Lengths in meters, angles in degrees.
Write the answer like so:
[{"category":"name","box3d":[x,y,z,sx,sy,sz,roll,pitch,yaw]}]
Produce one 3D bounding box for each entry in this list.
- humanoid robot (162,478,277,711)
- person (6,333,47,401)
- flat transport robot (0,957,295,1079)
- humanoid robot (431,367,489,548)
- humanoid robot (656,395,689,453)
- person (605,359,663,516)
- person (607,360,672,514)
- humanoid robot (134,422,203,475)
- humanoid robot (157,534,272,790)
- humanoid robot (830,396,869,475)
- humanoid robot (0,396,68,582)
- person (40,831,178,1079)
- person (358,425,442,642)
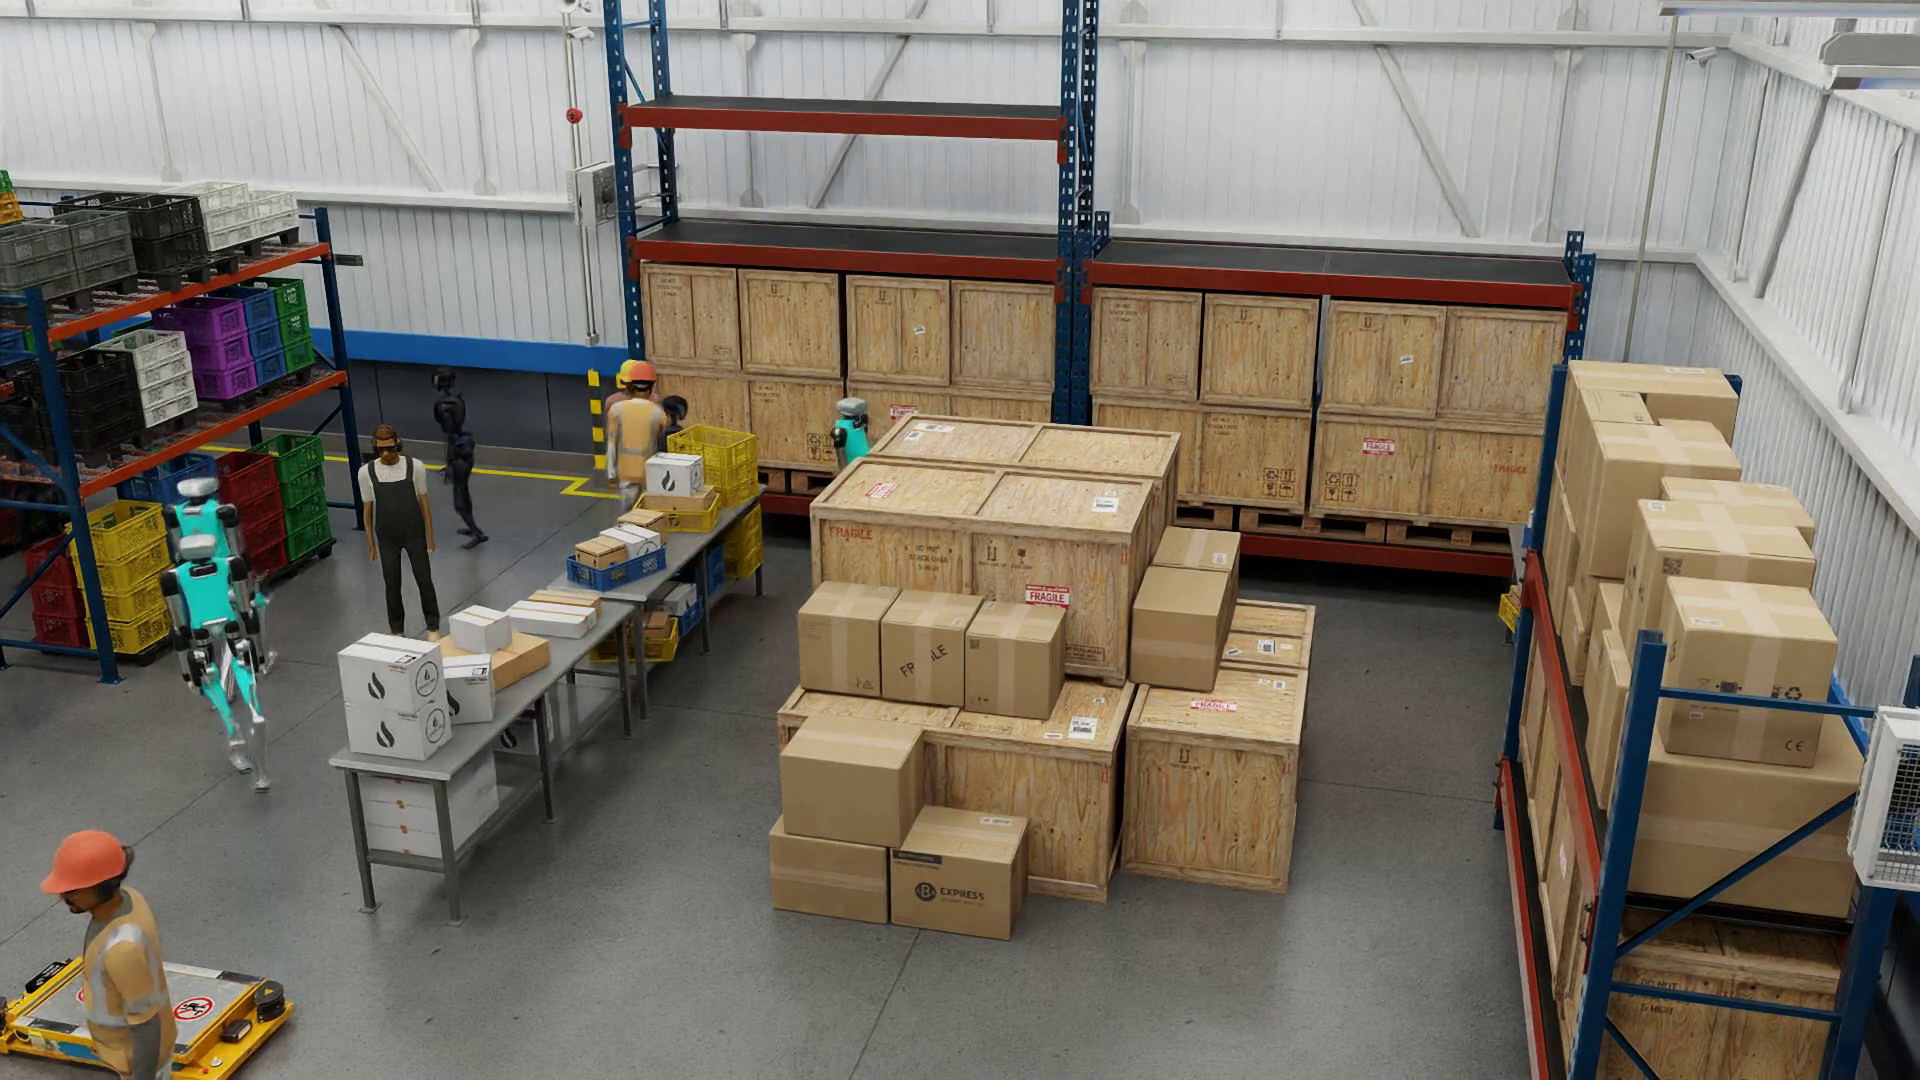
[{"category":"humanoid robot","box3d":[-5.357,0.305,12.261,0.530,1.785,1.012,1,21,2]},{"category":"person","box3d":[-9.985,-1.852,17.780,0.941,1.781,0.647,8,22,20]},{"category":"flat transport robot","box3d":[-4.270,2.464,8.601,1.431,0.231,0.659,5,22,13]},{"category":"humanoid robot","box3d":[-4.531,-0.767,15.068,0.385,1.639,0.601,-4,21,-10]},{"category":"humanoid robot","box3d":[-2.457,-0.433,14.217,0.356,1.650,0.609,-7,22,-17]},{"category":"person","box3d":[-2.906,-0.777,14.994,0.528,1.760,0.336,-2,21,-6]},{"category":"person","box3d":[-2.718,-0.599,14.309,0.569,1.909,0.433,3,21,8]},{"category":"humanoid robot","box3d":[-7.247,-0.952,15.507,0.549,1.778,0.928,6,22,16]},{"category":"humanoid robot","box3d":[-4.719,0.899,10.723,0.552,1.771,1.039,-12,24,-29]},{"category":"humanoid robot","box3d":[-0.551,-0.288,13.795,0.999,1.769,0.537,8,22,20]},{"category":"humanoid robot","box3d":[-7.922,-0.438,14.222,0.611,1.660,0.337,0,21,0]},{"category":"person","box3d":[-3.501,2.125,7.005,0.378,2.041,0.614,-12,24,-28]},{"category":"person","box3d":[-4.352,-0.025,12.926,0.504,1.836,0.332,-7,22,-17]}]
